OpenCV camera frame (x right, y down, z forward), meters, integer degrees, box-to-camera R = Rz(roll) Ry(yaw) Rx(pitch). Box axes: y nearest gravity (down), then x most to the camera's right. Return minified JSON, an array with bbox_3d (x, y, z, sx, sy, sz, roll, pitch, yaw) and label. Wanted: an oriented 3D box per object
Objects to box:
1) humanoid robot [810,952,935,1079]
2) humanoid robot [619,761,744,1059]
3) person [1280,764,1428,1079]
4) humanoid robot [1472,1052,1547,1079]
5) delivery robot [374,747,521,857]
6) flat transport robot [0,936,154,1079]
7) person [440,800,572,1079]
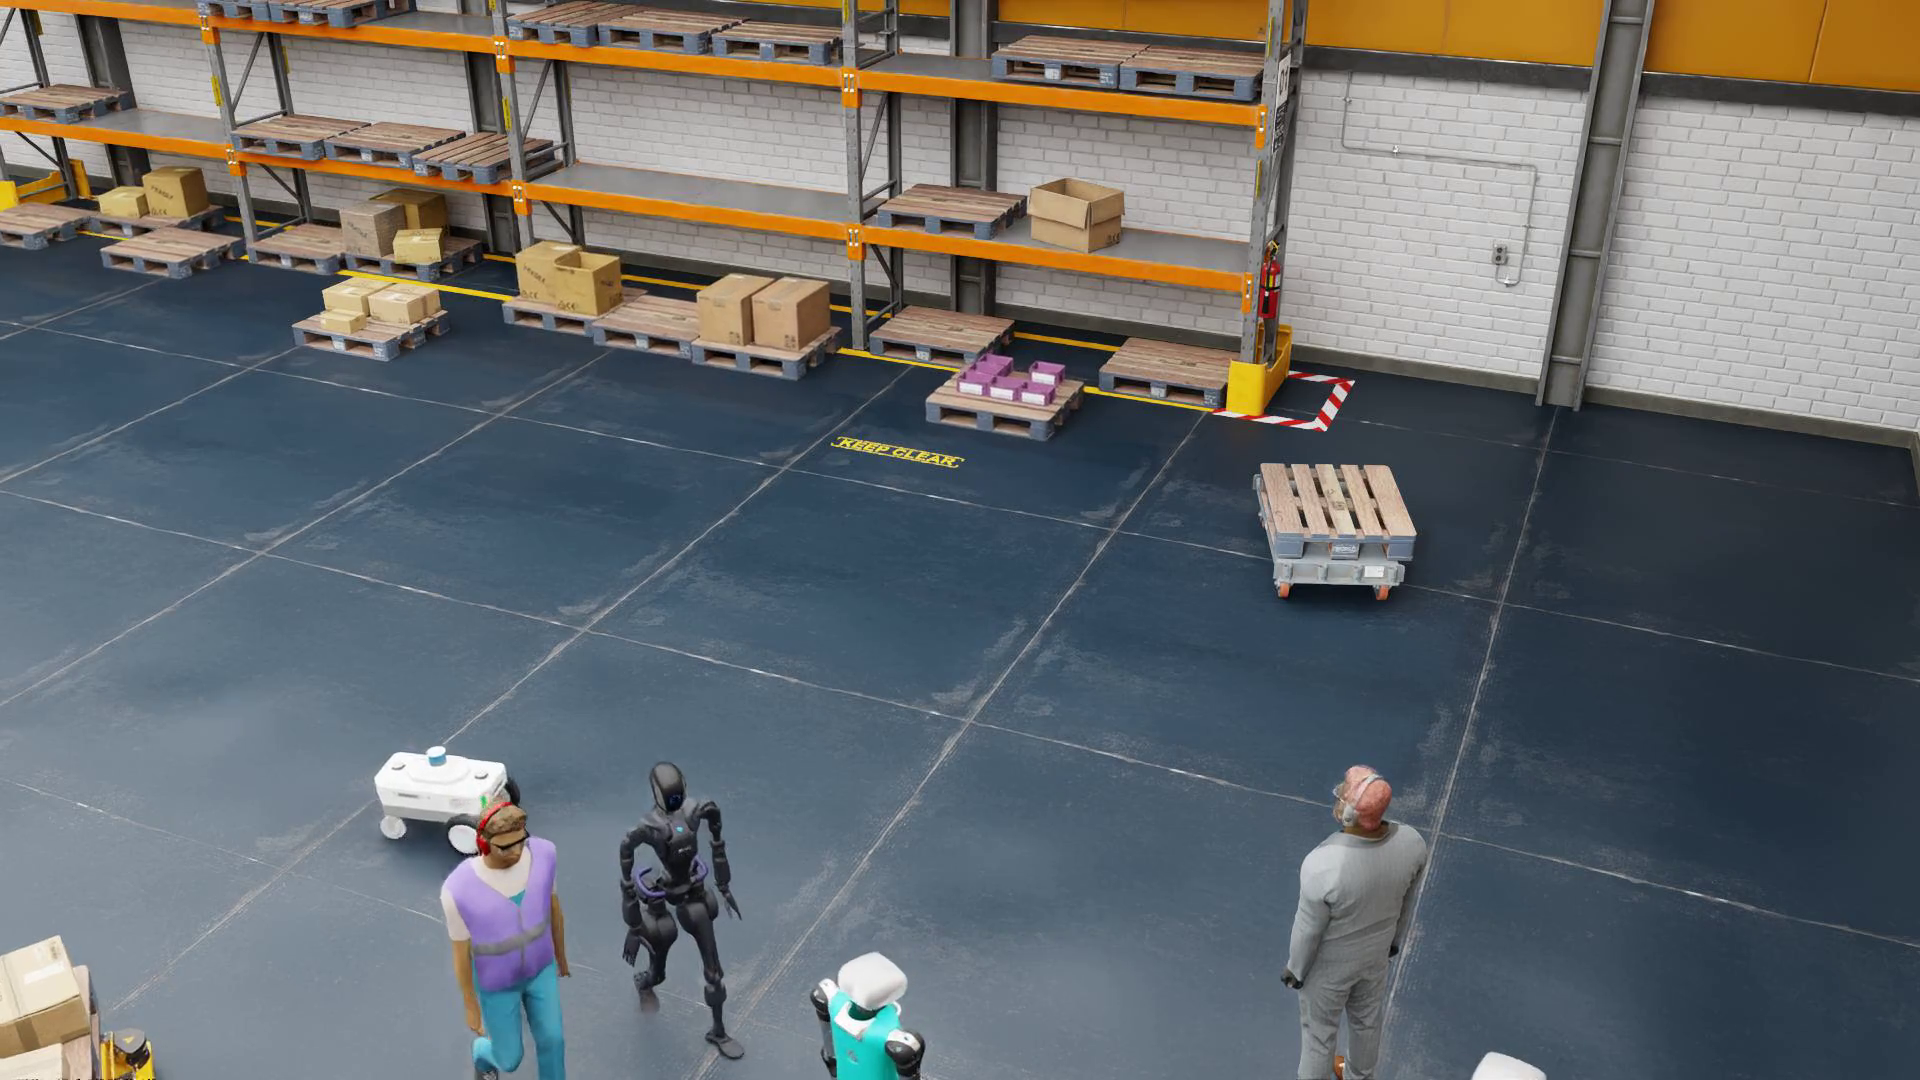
[{"bbox_3d":[-0.199,2.323,6.827,0.542,1.788,0.746,22,34,36],"label":"humanoid robot"},{"bbox_3d":[-1.381,1.748,8.058,0.614,1.638,0.736,-19,33,-32],"label":"humanoid robot"},{"bbox_3d":[1.743,1.846,7.569,0.642,1.907,0.412,-12,30,-22],"label":"person"},{"bbox_3d":[2.016,2.552,6.371,0.530,1.778,0.729,13,30,24],"label":"humanoid robot"},{"bbox_3d":[-3.008,1.491,9.741,0.807,0.606,0.499,5,28,9],"label":"delivery robot"},{"bbox_3d":[-4.492,2.727,7.643,1.431,0.231,0.659,-13,30,-23],"label":"flat transport robot"},{"bbox_3d":[-2.019,1.928,7.496,0.632,1.821,0.582,25,36,39],"label":"person"}]
